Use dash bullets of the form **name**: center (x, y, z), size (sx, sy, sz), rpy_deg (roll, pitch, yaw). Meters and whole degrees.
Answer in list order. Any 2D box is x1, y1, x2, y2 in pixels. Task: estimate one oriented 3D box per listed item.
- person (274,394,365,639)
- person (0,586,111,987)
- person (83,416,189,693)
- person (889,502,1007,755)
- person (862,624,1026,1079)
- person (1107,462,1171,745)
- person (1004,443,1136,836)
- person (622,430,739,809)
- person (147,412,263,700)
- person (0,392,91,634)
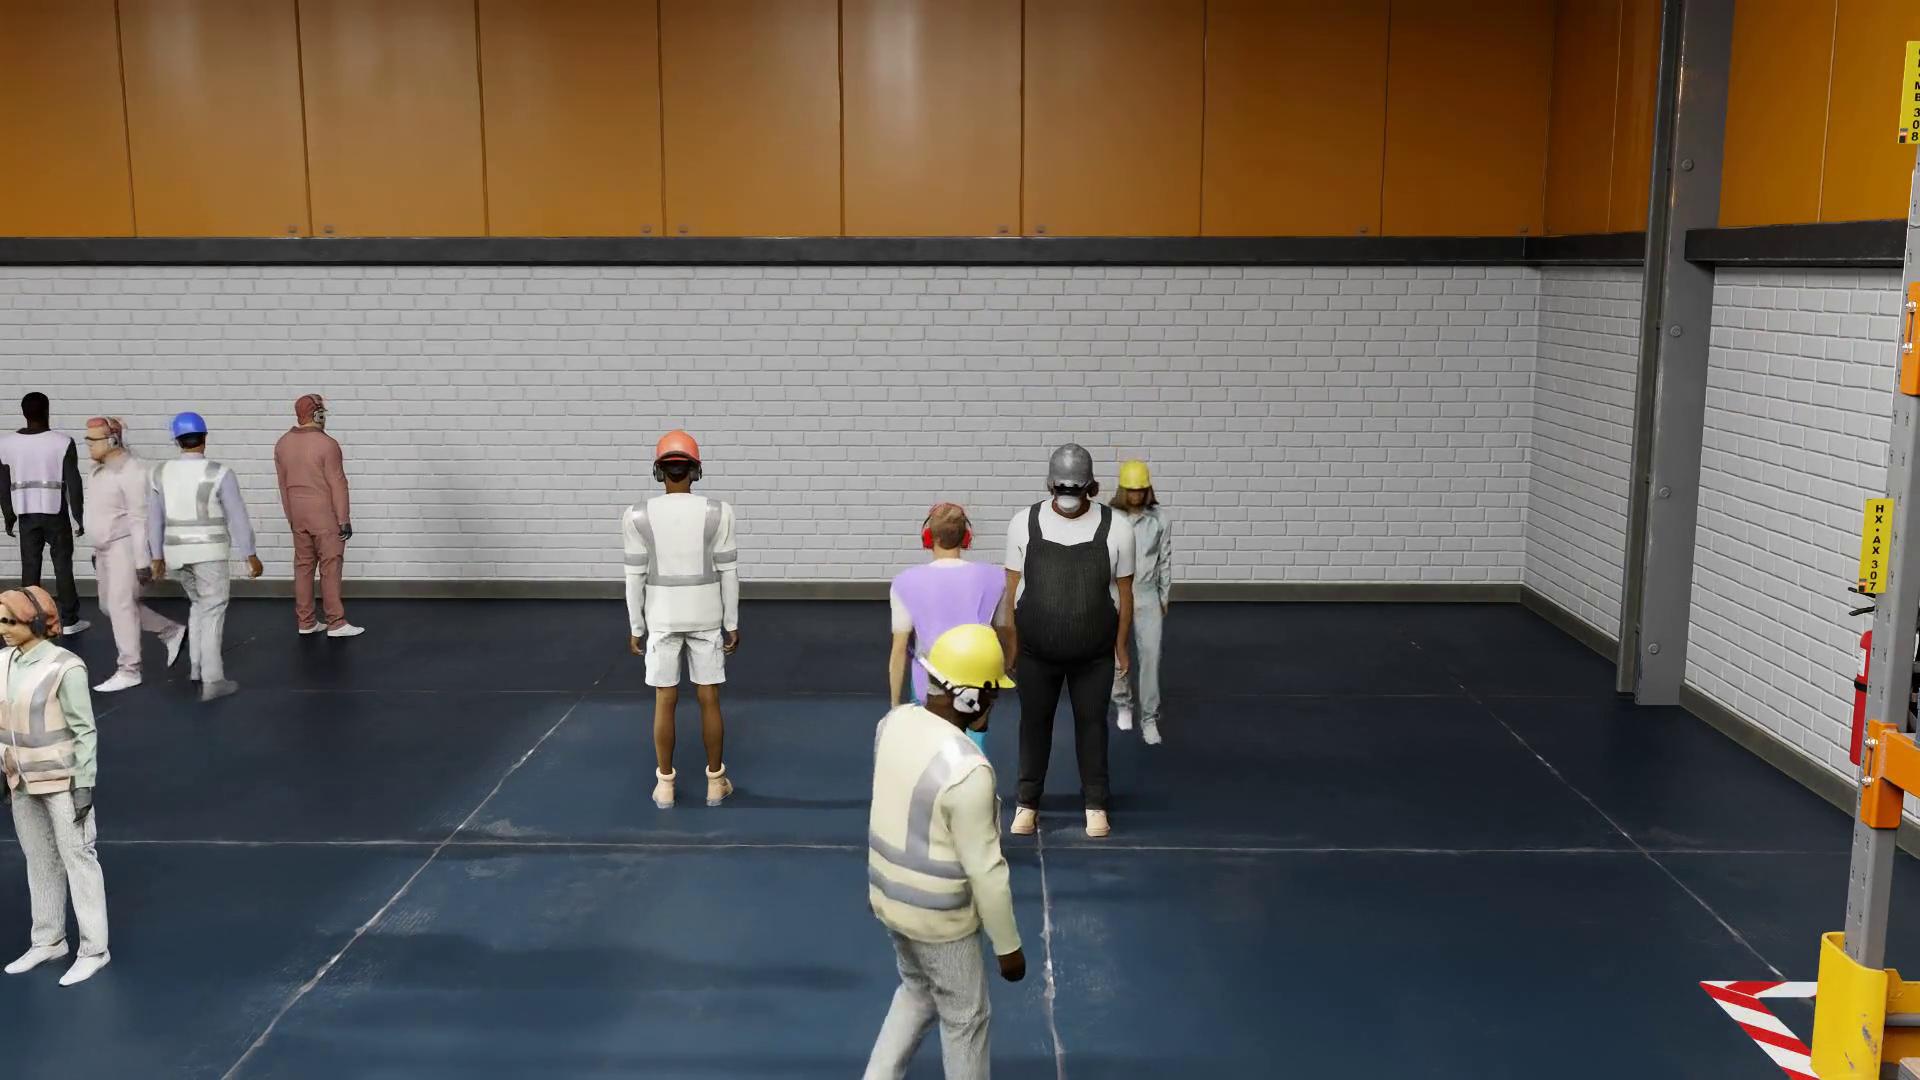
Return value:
- **person**: center (-4.995, -0.185, 12.973), size (0.643, 1.912, 0.410), rpy_deg (4, 10, 24)
- **person**: center (-3.706, 0.990, 6.751), size (0.523, 1.636, 0.310), rpy_deg (4, 10, 24)
- **person**: center (-5.704, 0.075, 11.457), size (0.670, 1.889, 0.622), rpy_deg (9, 13, 42)
- **person**: center (-0.071, 0.717, 7.905), size (0.567, 1.786, 0.960), rpy_deg (-1, 10, -9)
- **person**: center (-0.081, 1.151, 5.252), size (0.653, 1.814, 0.692), rpy_deg (-5, 11, -29)
- **person**: center (1.058, 0.382, 10.154), size (0.501, 1.704, 0.824), rpy_deg (0, 9, -2)
- **person**: center (0.549, 0.504, 8.452), size (0.676, 2.000, 0.536), rpy_deg (1, 10, 5)
- **person**: center (-1.484, 0.428, 8.922), size (0.606, 2.038, 0.381), rpy_deg (-1, 10, -7)
- **person**: center (-5.080, 0.100, 11.215), size (0.672, 1.918, 0.513), rpy_deg (2, 10, 13)
- **person**: center (-7.187, -0.198, 13.034), size (0.597, 1.915, 0.371), rpy_deg (-2, 10, -10)
